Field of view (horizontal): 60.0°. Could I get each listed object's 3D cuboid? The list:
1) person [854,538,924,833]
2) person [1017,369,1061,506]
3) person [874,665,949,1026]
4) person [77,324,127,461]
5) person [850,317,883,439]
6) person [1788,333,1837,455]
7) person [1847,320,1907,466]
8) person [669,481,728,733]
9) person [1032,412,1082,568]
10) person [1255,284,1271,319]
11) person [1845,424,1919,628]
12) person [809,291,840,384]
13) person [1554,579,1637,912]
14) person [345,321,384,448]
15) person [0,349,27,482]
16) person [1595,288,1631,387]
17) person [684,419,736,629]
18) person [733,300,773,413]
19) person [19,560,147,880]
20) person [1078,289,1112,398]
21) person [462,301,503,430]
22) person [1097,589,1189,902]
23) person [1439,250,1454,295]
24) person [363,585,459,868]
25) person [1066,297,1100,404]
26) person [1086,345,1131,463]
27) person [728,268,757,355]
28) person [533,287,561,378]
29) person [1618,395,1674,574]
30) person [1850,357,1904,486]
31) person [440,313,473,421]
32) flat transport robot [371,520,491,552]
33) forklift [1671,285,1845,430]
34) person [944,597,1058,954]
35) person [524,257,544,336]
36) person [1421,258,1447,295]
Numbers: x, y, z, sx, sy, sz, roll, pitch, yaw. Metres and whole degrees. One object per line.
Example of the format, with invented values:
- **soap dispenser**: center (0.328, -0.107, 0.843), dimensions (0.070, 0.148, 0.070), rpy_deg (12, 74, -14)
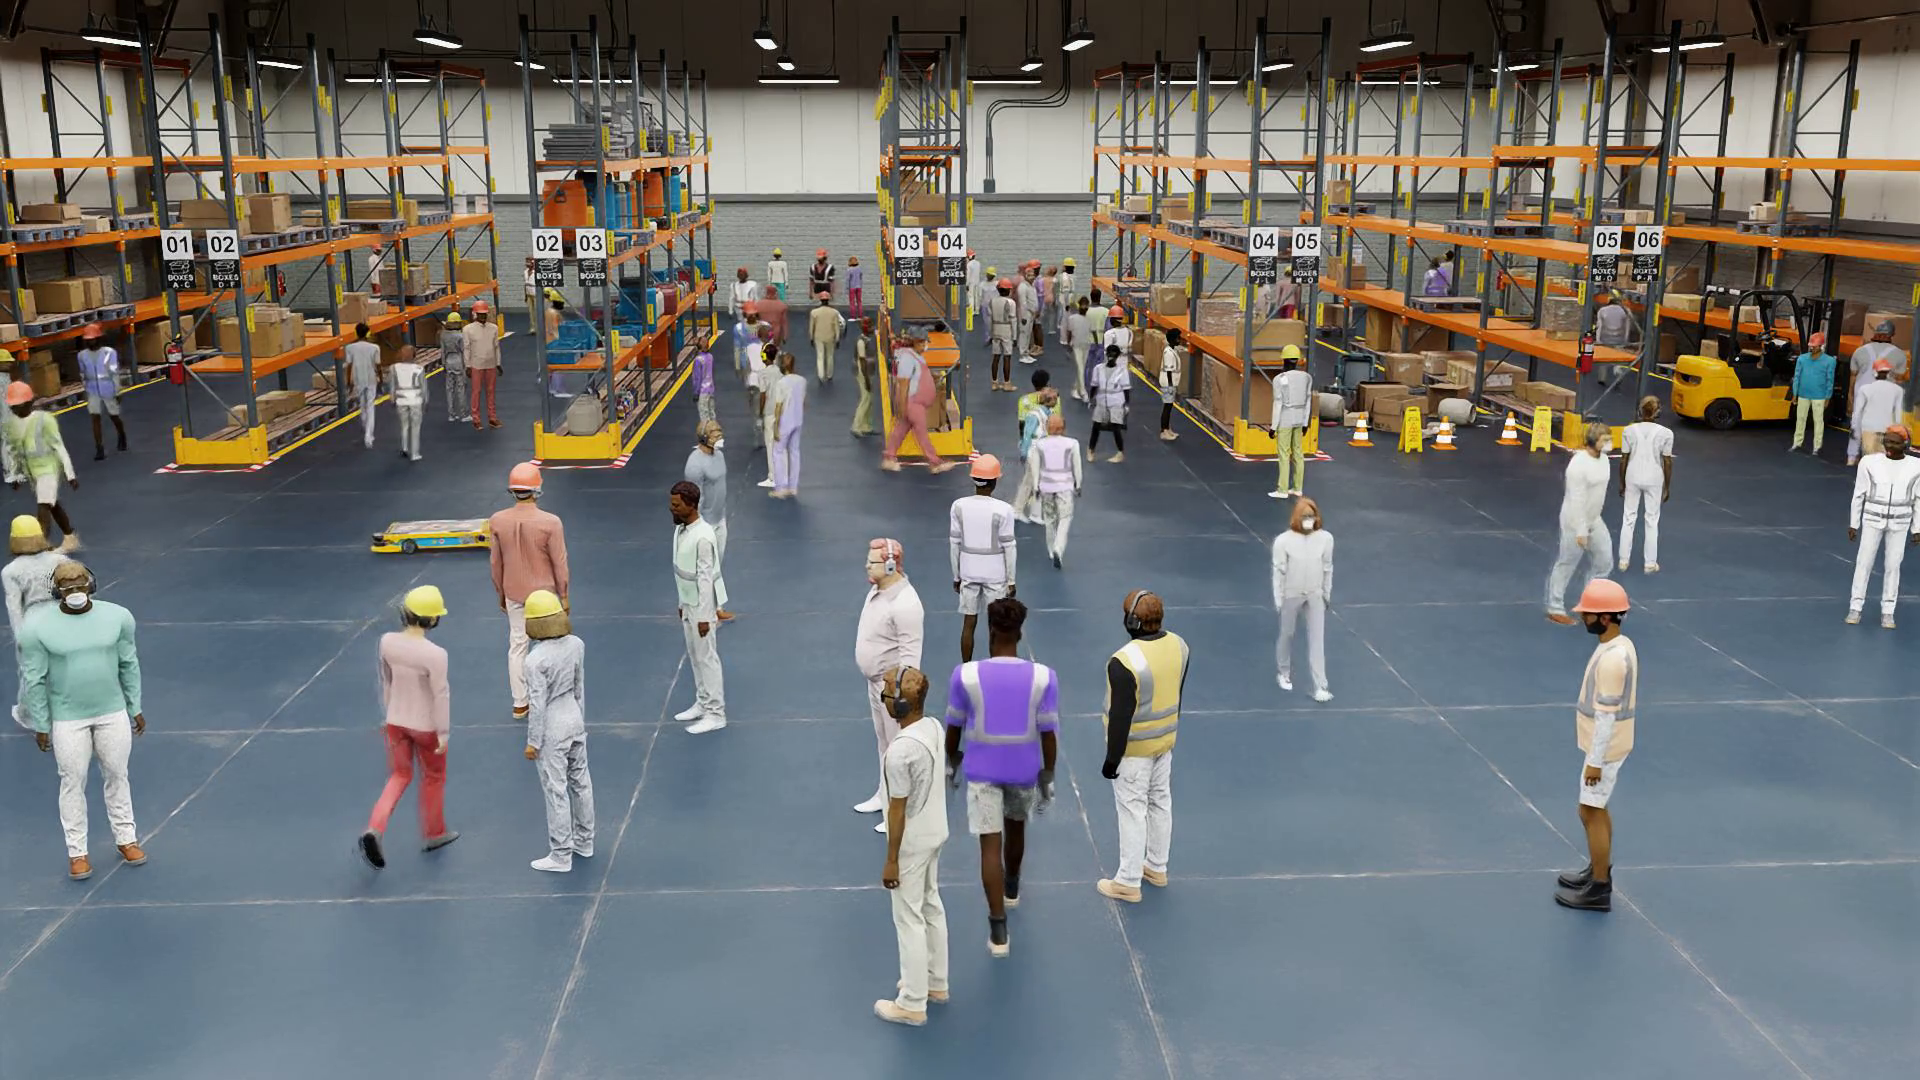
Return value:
- **person**: center (-0.468, 0.920, 10.658), dimensions (0.402, 1.911, 0.639), rpy_deg (-5, 14, -20)
- **person**: center (0.971, -1.237, 20.269), dimensions (0.536, 1.698, 0.319), rpy_deg (0, 13, -1)
- **person**: center (-0.235, 1.513, 8.309), dimensions (0.341, 1.838, 0.501), rpy_deg (5, 14, 20)
- **person**: center (-12.152, -2.124, 23.577), dimensions (0.543, 1.910, 0.871), rpy_deg (-3, 14, -11)
- **person**: center (-1.435, -2.454, 25.136), dimensions (0.412, 1.833, 0.615), rpy_deg (2, 13, 8)
- **person**: center (12.176, -2.094, 23.780), dimensions (0.359, 1.743, 0.563), rpy_deg (-11, 17, -39)
- **person**: center (12.543, -2.003, 22.754), dimensions (0.684, 2.000, 0.536), rpy_deg (11, 17, 39)
- **person**: center (-1.963, 0.486, 12.499), dimensions (0.389, 1.911, 0.585), rpy_deg (-7, 15, -26)
- **person**: center (1.001, -0.531, 17.411), dimensions (0.515, 1.614, 0.714), rpy_deg (4, 14, 15)
- **person**: center (6.509, -4.974, 36.214), dimensions (0.501, 1.631, 0.286), rpy_deg (6, 15, 26)
- **person**: center (8.441, -0.133, 15.168), dimensions (0.584, 1.882, 0.337), rpy_deg (7, 15, 26)
- **person**: center (-2.512, -3.771, 30.923), dimensions (0.569, 1.713, 0.840), rpy_deg (-1, 13, -4)
- **person**: center (3.669, 1.168, 9.584), dimensions (0.390, 1.923, 0.549), rpy_deg (6, 14, 22)
- **person**: center (-8.733, -2.280, 24.391), dimensions (0.515, 1.836, 0.914), rpy_deg (-2, 13, -9)
- **person**: center (-12.487, -1.634, 21.828), dimensions (0.319, 1.742, 0.492), rpy_deg (-7, 15, -26)
- **person**: center (11.894, -3.676, 30.336), dimensions (0.599, 1.809, 0.712), rpy_deg (3, 14, 13)
- **person**: center (-2.292, -0.151, 15.158), dimensions (0.367, 1.932, 0.623), rpy_deg (3, 14, 13)
- **person**: center (-3.243, -2.795, 26.192), dimensions (0.661, 2.008, 0.906), rpy_deg (-3, 14, -11)
- **person**: center (-5.235, 1.060, 9.997), dimensions (0.633, 1.939, 0.368), rpy_deg (-11, 17, -39)
- **person**: center (2.339, -3.405, 28.957), dimensions (0.596, 1.917, 0.372), rpy_deg (3, 14, 14)
- **person**: center (-7.424, -2.725, 25.910), dimensions (0.608, 1.995, 0.377), rpy_deg (-12, 18, -42)
- **person**: center (1.042, 1.184, 9.679), dimensions (0.429, 1.843, 0.630), rpy_deg (12, 18, 41)
- **person**: center (11.928, -6.157, 40.748), dimensions (0.524, 1.865, 0.339), rpy_deg (-1, 13, -5)
- **person**: center (-3.349, 1.135, 10.099), dimensions (0.539, 1.734, 0.686), rpy_deg (5, 14, 21)
- **person**: center (2.124, -3.298, 28.732), dimensions (0.542, 1.825, 0.988), rpy_deg (-4, 14, -16)
- **person**: center (2.073, -1.887, 23.059), dimensions (0.602, 1.672, 0.371), rpy_deg (6, 15, 25)
- **person**: center (-4.577, -4.771, 34.916), dimensions (0.596, 1.829, 0.979), rpy_deg (2, 13, 9)
- **person**: center (-7.873, -3.971, 31.788), dimensions (0.530, 1.704, 0.885), rpy_deg (-4, 14, -17)
- **person**: center (7.028, -0.567, 17.087), dimensions (0.508, 1.846, 0.344), rpy_deg (8, 15, 29)
- **person**: center (11.620, -1.442, 21.053), dimensions (0.581, 1.730, 0.782), rpy_deg (0, 13, -1)
- **person**: center (-8.062, -2.768, 26.646), dimensions (0.483, 1.738, 0.312), rpy_deg (5, 14, 20)
- **flat transport robot**: center (-5.689, -0.058, 18.304), dimensions (1.431, 0.197, 0.652), rpy_deg (-2, 14, -10)
- **forklift**: center (12.503, -2.886, 26.166), dimensions (2.313, 2.155, 1.214), rpy_deg (-1, 13, -3)
- **person**: center (0.228, 1.260, 9.206), dimensions (0.615, 1.916, 0.995), rpy_deg (-2, 13, -6)
- **person**: center (-9.895, -5.664, 38.680), dimensions (0.571, 1.843, 0.373), rpy_deg (9, 16, 33)
- **person**: center (11.103, -5.701, 39.006), dimensions (0.636, 1.787, 1.047), rpy_deg (-7, 15, -27)
